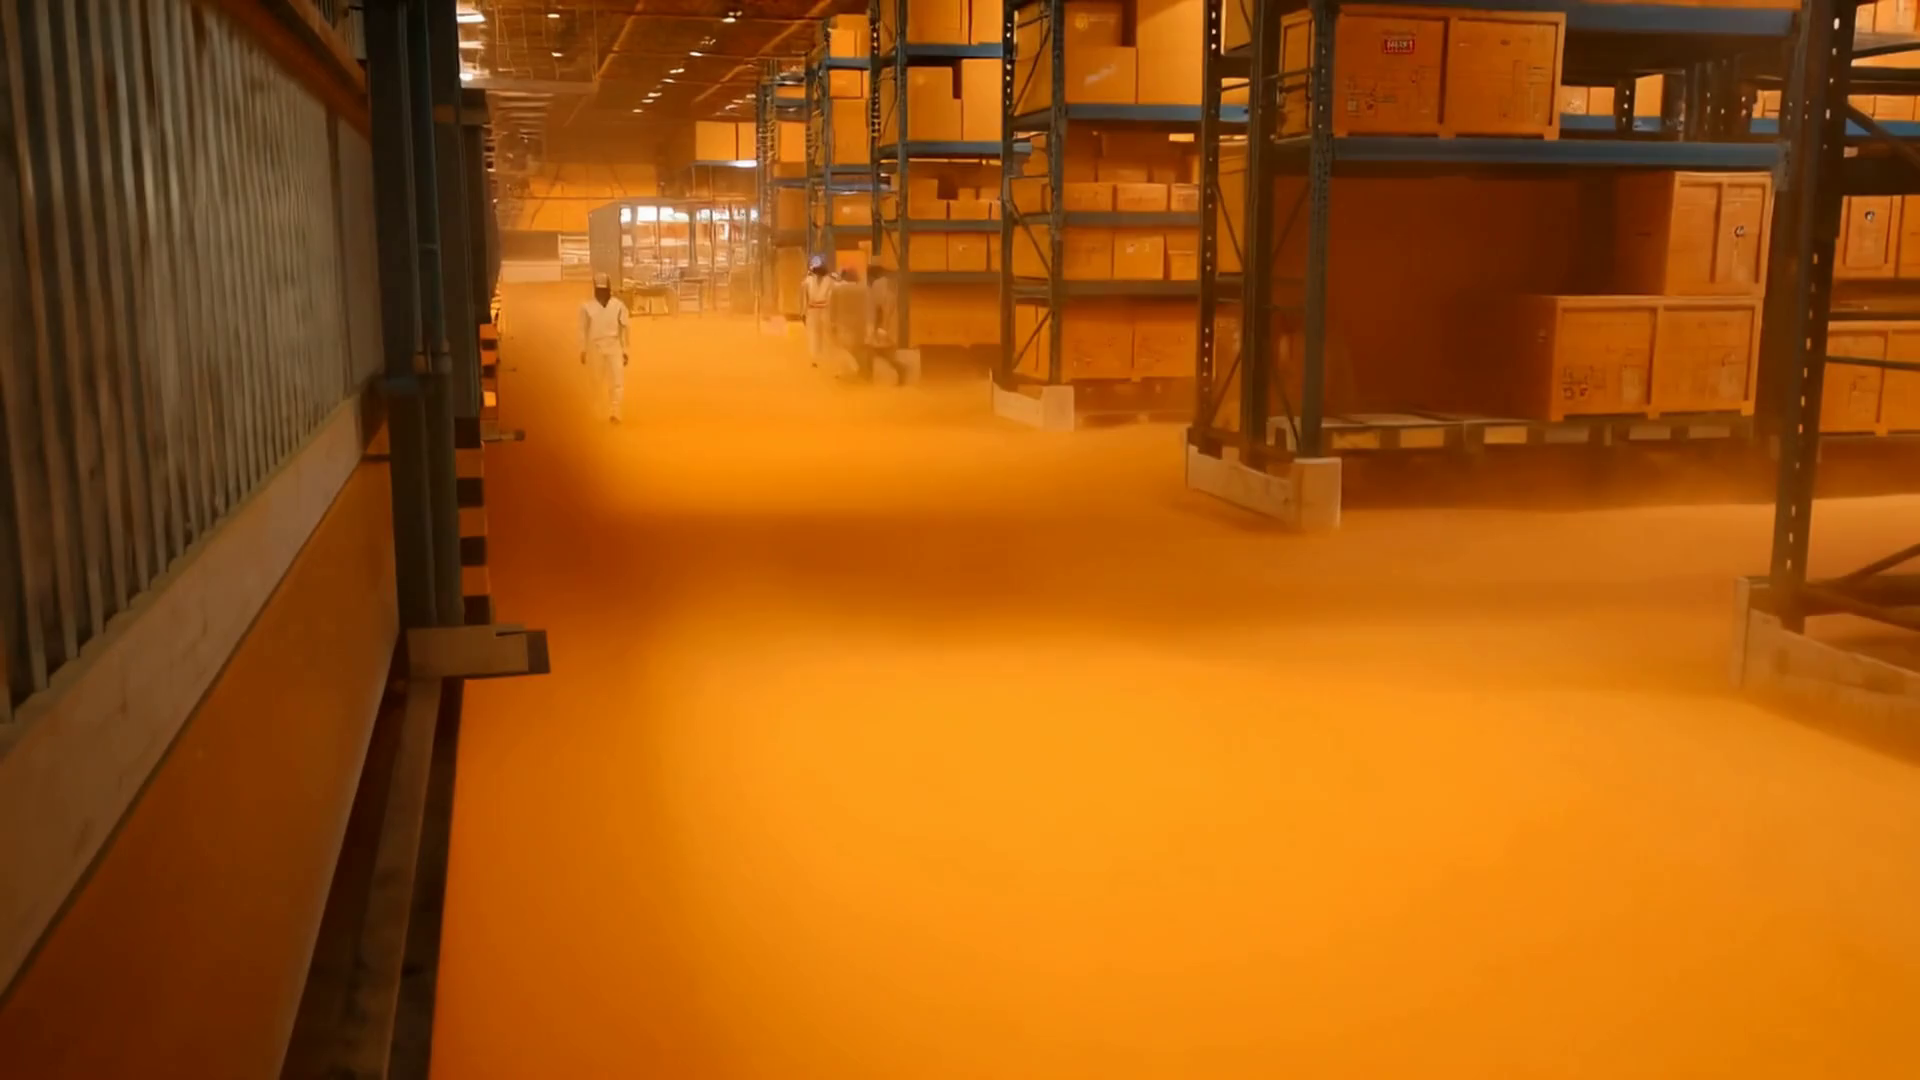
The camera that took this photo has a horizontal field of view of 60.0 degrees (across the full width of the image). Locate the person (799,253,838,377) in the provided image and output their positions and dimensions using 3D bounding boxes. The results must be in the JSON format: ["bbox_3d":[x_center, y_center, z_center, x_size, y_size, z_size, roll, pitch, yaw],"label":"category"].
[{"bbox_3d":[-2.156,-3.450,25.631,0.644,1.914,0.547,2,10,9],"label":"person"}]

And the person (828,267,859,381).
[{"bbox_3d":[-1.680,-3.198,24.763,0.532,1.723,0.889,-3,10,-16],"label":"person"}]

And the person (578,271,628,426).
[{"bbox_3d":[-4.040,-2.172,18.871,0.564,1.748,0.339,-3,10,-17],"label":"person"}]

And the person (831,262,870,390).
[{"bbox_3d":[-1.512,-2.998,23.370,0.596,1.812,0.530,-5,11,-28],"label":"person"}]

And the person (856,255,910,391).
[{"bbox_3d":[-1.093,-3.016,23.245,0.691,1.906,0.584,-1,10,-7],"label":"person"}]

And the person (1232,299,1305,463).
[{"bbox_3d":[3.056,-1.617,15.438,0.992,1.864,0.657,-4,11,-24],"label":"person"}]

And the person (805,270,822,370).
[{"bbox_3d":[-2.339,-3.665,27.496,0.493,1.695,0.917,-3,10,-15],"label":"person"}]
